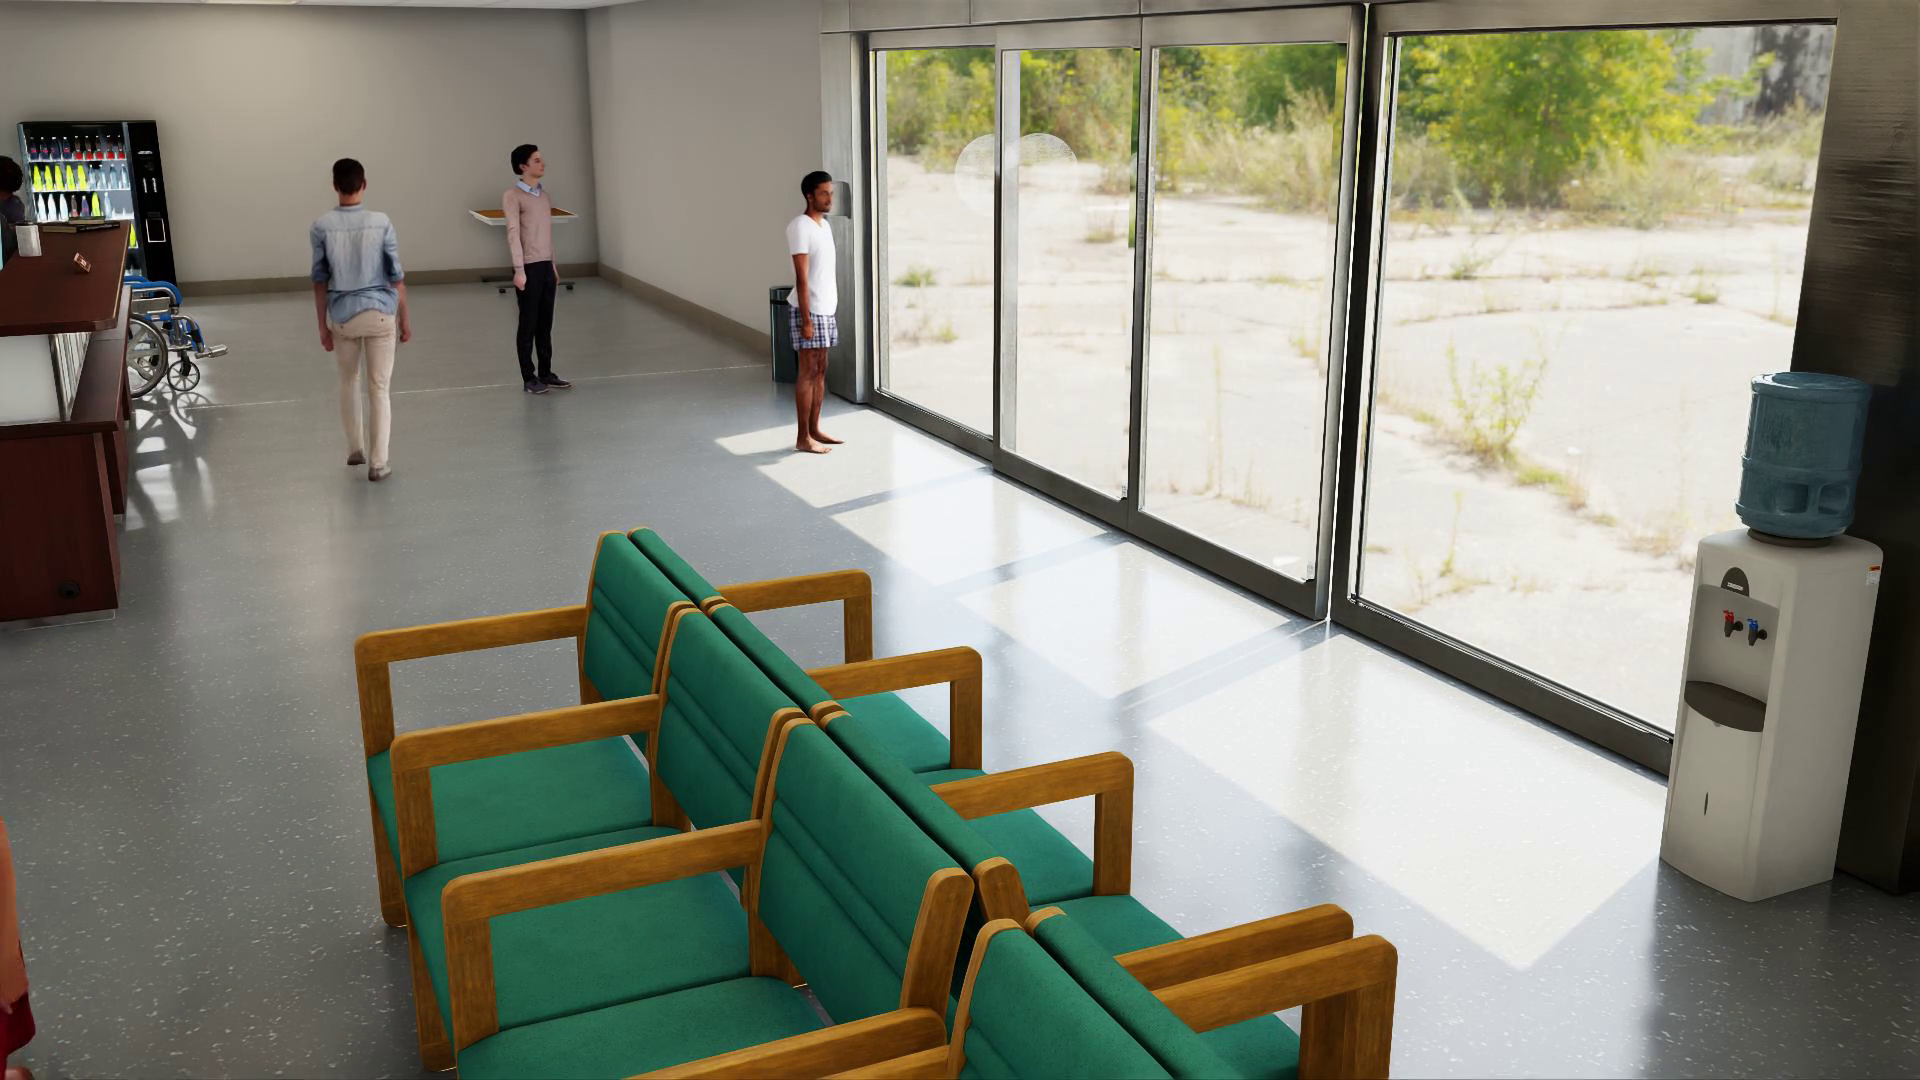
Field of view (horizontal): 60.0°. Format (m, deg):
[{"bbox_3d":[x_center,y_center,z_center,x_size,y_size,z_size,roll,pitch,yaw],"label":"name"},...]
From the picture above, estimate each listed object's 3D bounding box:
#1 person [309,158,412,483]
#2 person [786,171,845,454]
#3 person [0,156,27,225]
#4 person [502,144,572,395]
[{"bbox_3d":[-3.441,-1.239,9.544,0.681,1.835,0.796,-2,16,-8],"label":"person"},{"bbox_3d":[-0.927,-1.441,10.449,0.749,1.731,0.707,4,16,15],"label":"person"},{"bbox_3d":[-7.086,-2.053,12.691,0.868,1.693,0.733,-14,21,-40],"label":"person"},{"bbox_3d":[-3.159,-2.014,12.338,0.770,1.809,0.691,7,17,25],"label":"person"}]
